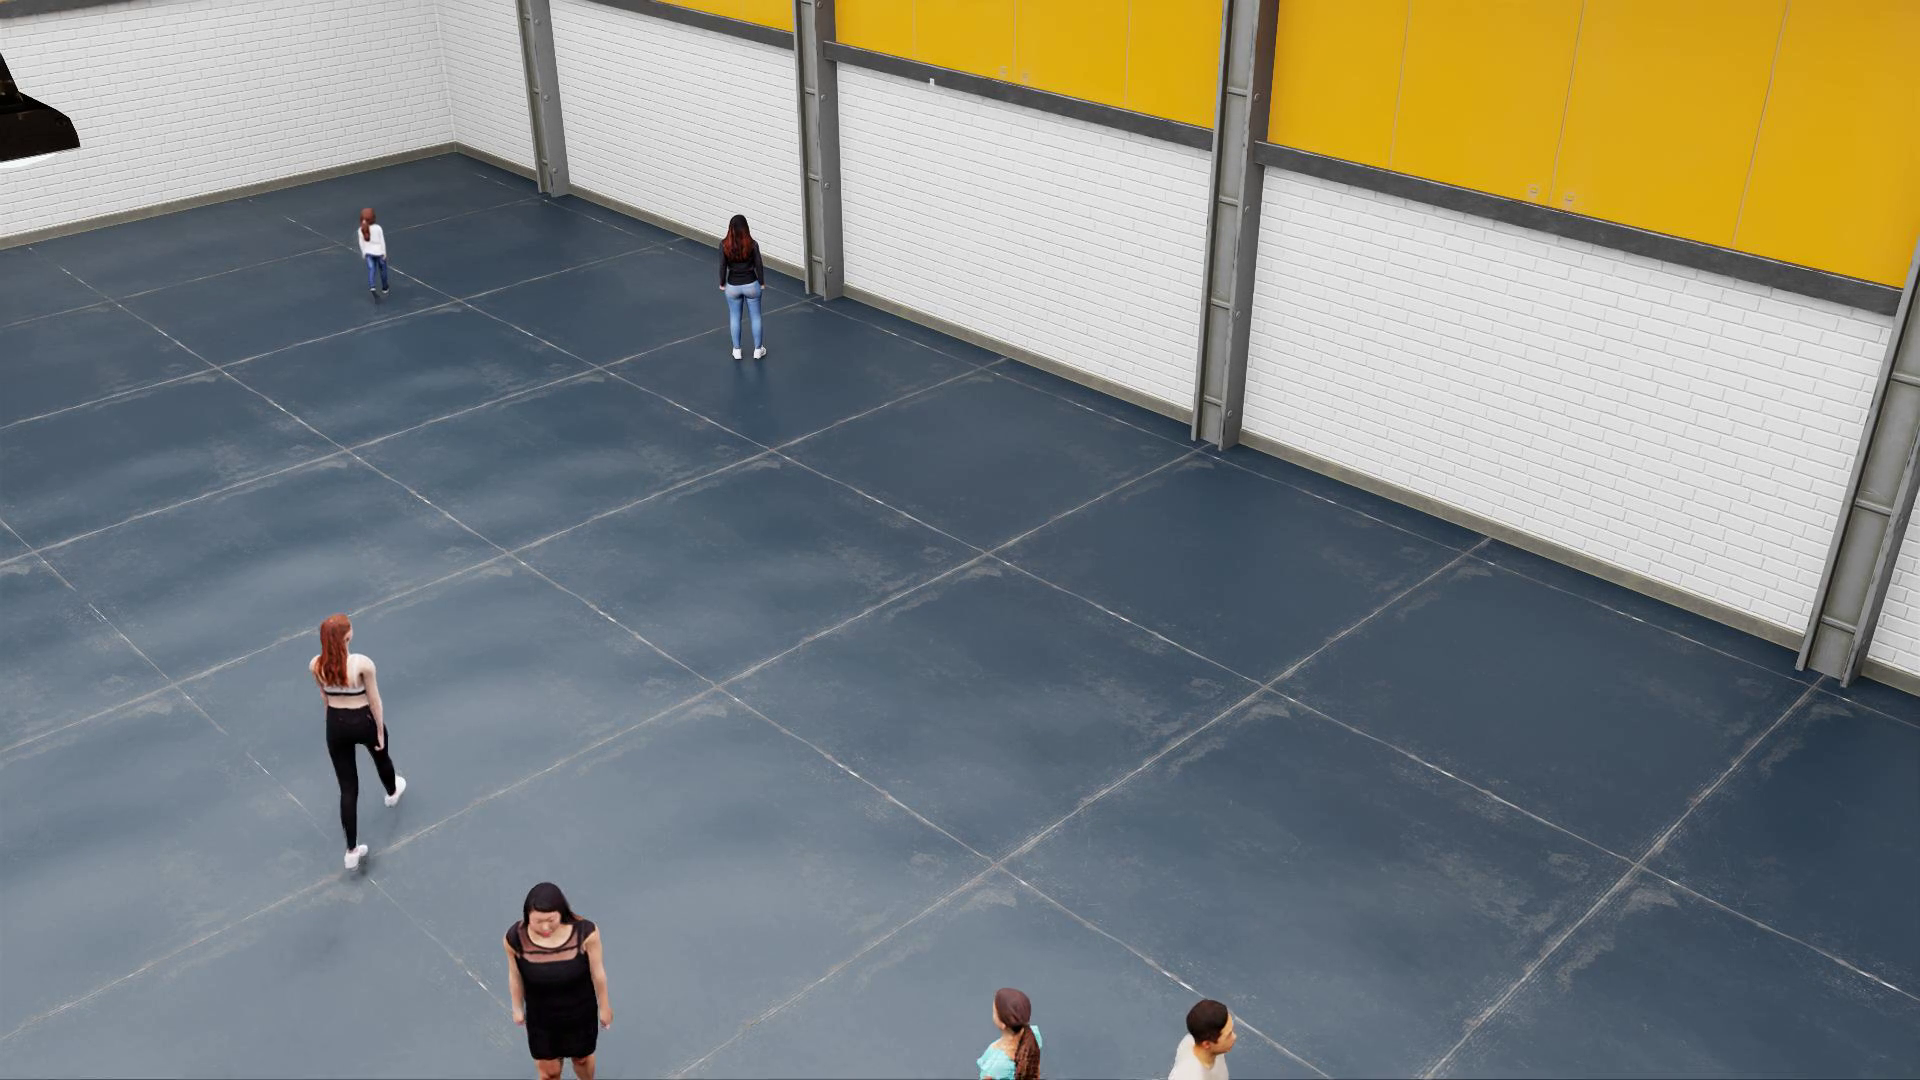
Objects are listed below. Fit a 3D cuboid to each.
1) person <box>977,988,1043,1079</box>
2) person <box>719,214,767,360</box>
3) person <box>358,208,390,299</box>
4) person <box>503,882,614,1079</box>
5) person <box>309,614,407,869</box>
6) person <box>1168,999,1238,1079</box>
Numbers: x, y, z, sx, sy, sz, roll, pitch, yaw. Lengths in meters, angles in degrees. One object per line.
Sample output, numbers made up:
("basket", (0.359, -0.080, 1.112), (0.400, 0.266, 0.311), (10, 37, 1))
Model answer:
("person", (0.294, 2.857, 8.111), (1.079, 1.524, 0.645), (21, 35, 33))
("person", (-2.399, -2.802, 18.369), (0.727, 1.634, 0.781), (-1, 29, -1))
("person", (-7.115, -3.480, 20.173), (0.689, 1.097, 0.795), (-4, 29, -7))
("person", (-2.083, 2.430, 8.703), (0.855, 1.706, 0.912), (-4, 29, -8))
("person", (-3.962, 1.310, 10.768), (1.105, 1.694, 1.204), (-1, 29, -2))
("person", (0.993, 2.853, 7.838), (0.941, 1.792, 0.849), (11, 31, 20))
